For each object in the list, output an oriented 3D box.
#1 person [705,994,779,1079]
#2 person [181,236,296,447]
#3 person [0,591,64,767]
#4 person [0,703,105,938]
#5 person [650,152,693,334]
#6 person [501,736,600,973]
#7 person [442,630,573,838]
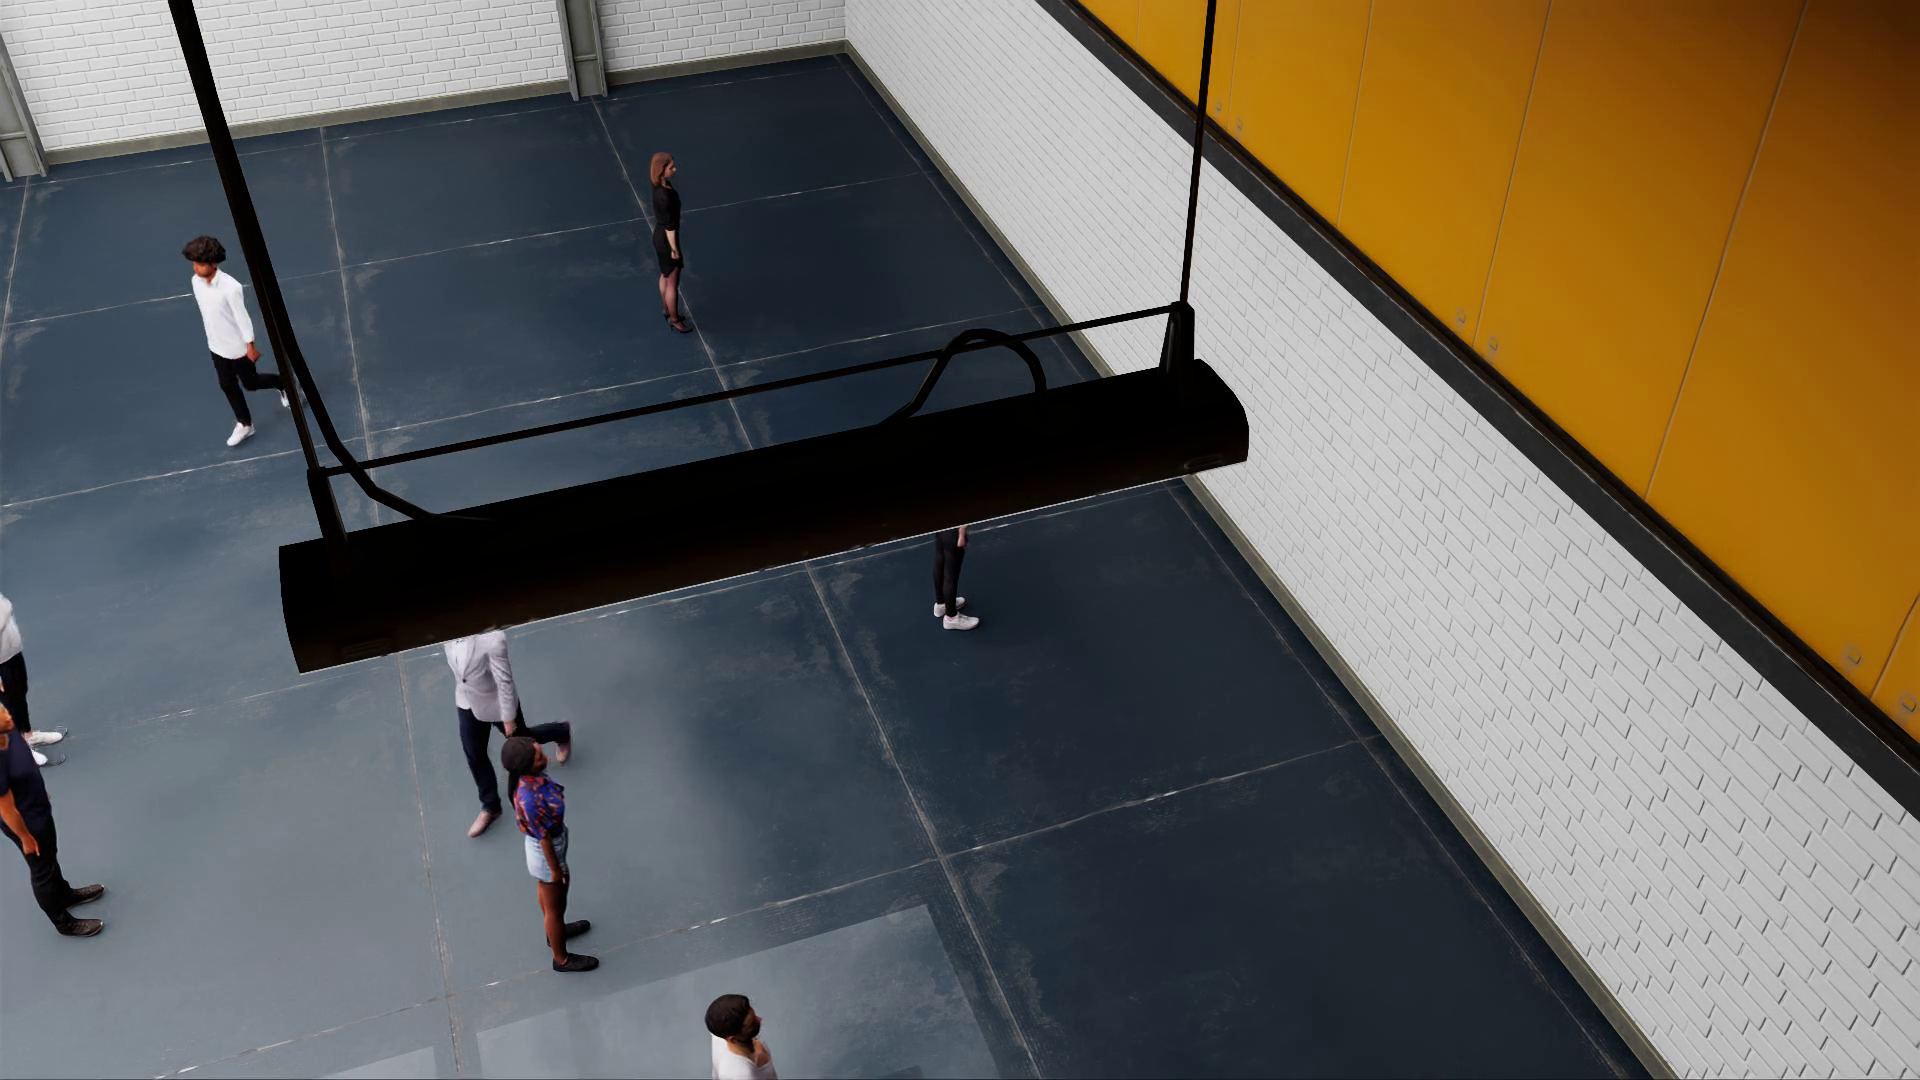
[{"bbox_3d":[-1.018,2.764,7.908,0.560,1.855,0.670,-12,40,-14],"label":"person"},{"bbox_3d":[-5.870,-1.662,13.500,1.016,1.793,1.078,17,42,20],"label":"person"},{"bbox_3d":[-6.117,0.730,10.588,0.634,1.689,0.671,-11,40,-14],"label":"person"},{"bbox_3d":[-5.325,1.553,9.473,0.517,1.793,0.632,-12,40,-14],"label":"person"},{"bbox_3d":[-2.601,-2.649,14.807,0.497,1.704,0.585,-12,40,-14],"label":"person"},{"bbox_3d":[-2.311,1.734,9.289,0.508,1.741,0.584,-12,40,-14],"label":"person"},{"bbox_3d":[-2.837,0.938,10.227,1.172,1.813,1.234,16,41,19],"label":"person"}]
